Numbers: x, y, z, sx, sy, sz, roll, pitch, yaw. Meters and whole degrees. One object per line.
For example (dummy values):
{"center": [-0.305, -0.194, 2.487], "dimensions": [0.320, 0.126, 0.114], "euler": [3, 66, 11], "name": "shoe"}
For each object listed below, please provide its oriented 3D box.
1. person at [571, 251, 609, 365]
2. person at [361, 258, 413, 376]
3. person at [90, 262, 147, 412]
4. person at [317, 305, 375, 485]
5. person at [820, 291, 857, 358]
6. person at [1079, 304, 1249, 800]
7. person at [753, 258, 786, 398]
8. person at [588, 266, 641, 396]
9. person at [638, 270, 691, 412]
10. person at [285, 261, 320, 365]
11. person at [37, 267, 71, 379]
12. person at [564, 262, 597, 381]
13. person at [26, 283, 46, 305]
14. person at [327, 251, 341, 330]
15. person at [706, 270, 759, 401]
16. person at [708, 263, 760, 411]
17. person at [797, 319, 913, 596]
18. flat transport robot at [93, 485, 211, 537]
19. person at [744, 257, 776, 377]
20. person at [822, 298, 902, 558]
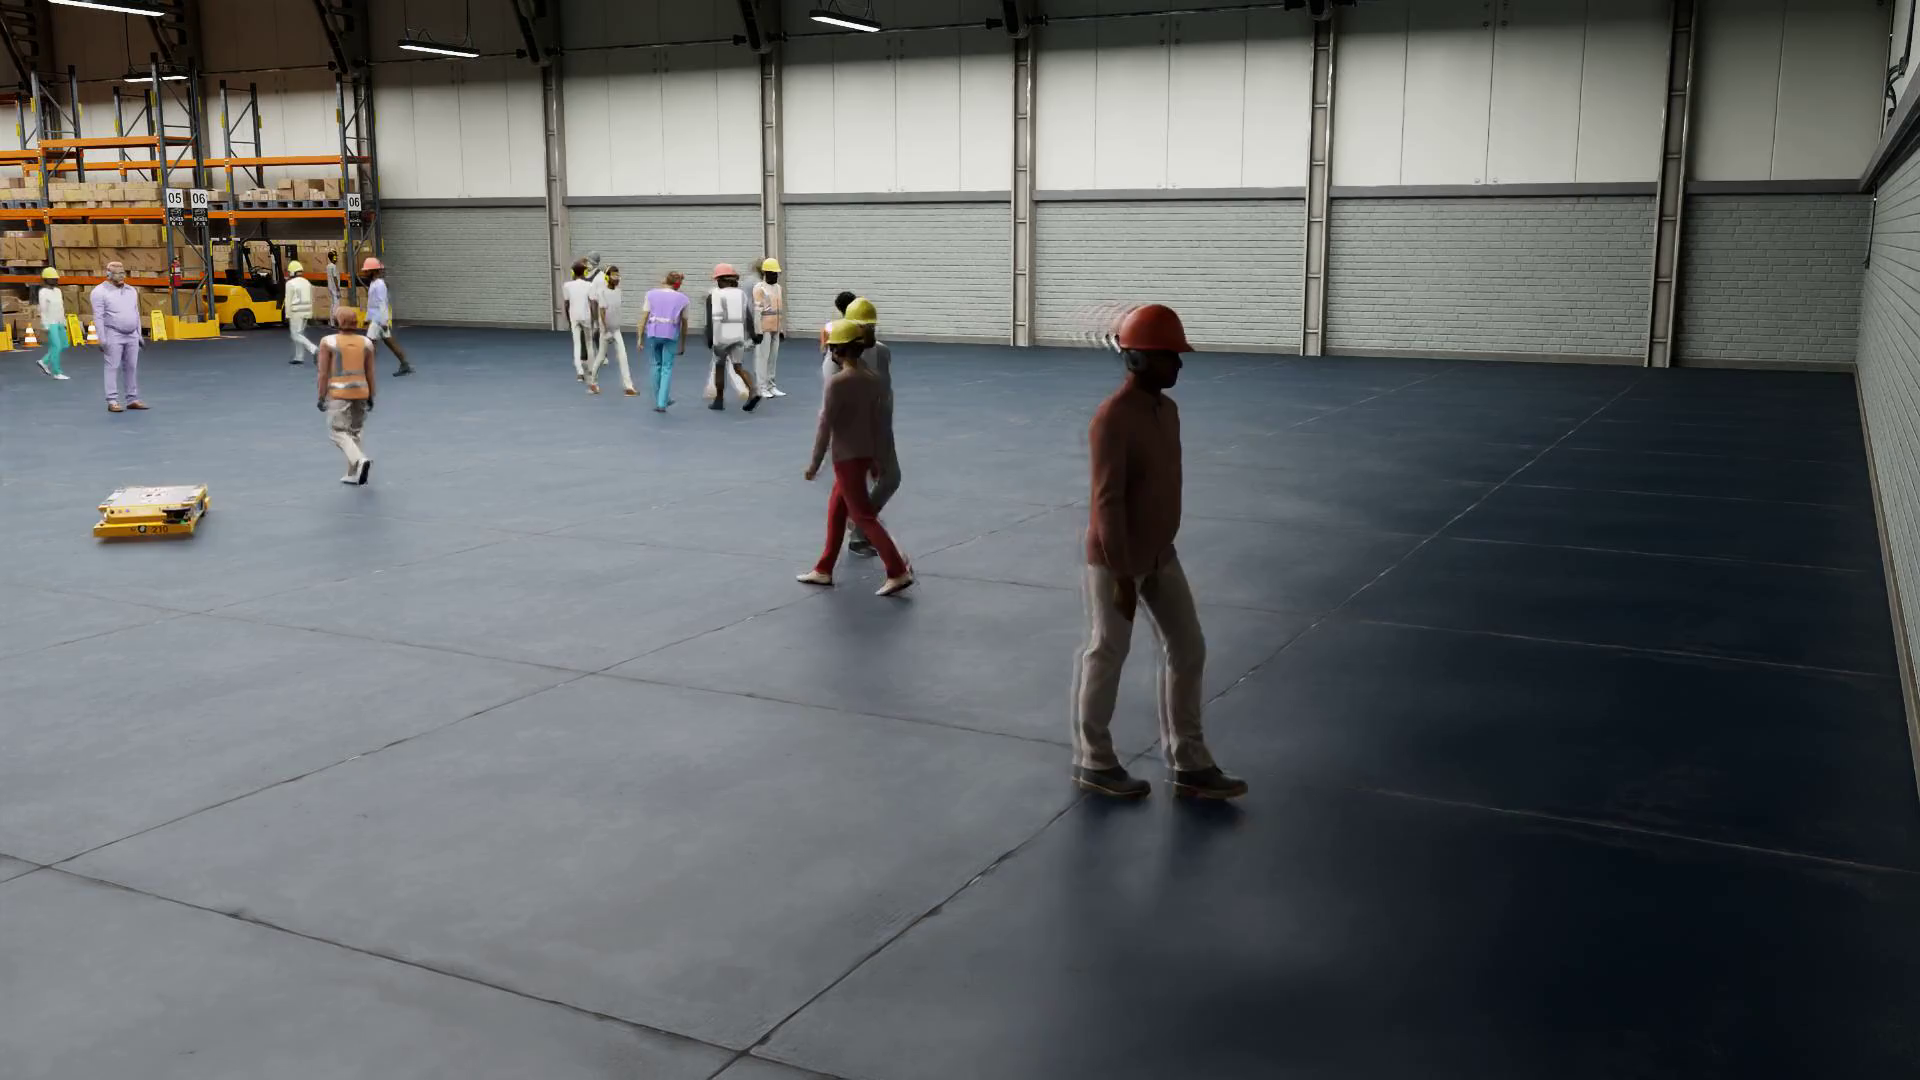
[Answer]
{"center": [-6.439, -4.027, 28.705], "dimensions": [0.738, 2.000, 0.555], "euler": [5, 12, 26], "name": "person"}
{"center": [-9.182, -3.504, 26.300], "dimensions": [0.994, 1.893, 0.550], "euler": [-4, 11, -21], "name": "person"}
{"center": [-10.720, -2.591, 21.247], "dimensions": [0.403, 1.904, 0.651], "euler": [5, 12, 26], "name": "person"}
{"center": [-5.408, -1.267, 14.793], "dimensions": [0.633, 1.621, 0.525], "euler": [9, 13, 39], "name": "person"}
{"center": [-1.119, -1.666, 16.807], "dimensions": [0.556, 1.671, 0.701], "euler": [0, 10, 2], "name": "person"}
{"center": [0.807, 0.084, 6.462], "dimensions": [0.805, 1.969, 0.652], "euler": [8, 13, 36], "name": "person"}
{"center": [-2.625, -2.938, 23.077], "dimensions": [0.382, 1.924, 0.594], "euler": [5, 12, 27], "name": "person"}
{"center": [-4.913, -2.931, 23.356], "dimensions": [0.998, 1.827, 0.507], "euler": [8, 13, 39], "name": "person"}
{"center": [-3.767, -2.554, 21.361], "dimensions": [0.648, 1.790, 0.785], "euler": [1, 10, 4], "name": "person"}
{"center": [-11.294, -3.881, 28.543], "dimensions": [0.699, 1.809, 0.600], "euler": [2, 11, 13], "name": "person"}
{"center": [-14.172, -3.369, 25.904], "dimensions": [0.491, 1.749, 0.537], "euler": [0, 10, 2], "name": "person"}
{"center": [-5.906, -3.413, 25.961], "dimensions": [0.497, 1.817, 0.922], "euler": [-1, 10, -4], "name": "person"}
{"center": [-24.770, -6.878, 44.585], "dimensions": [0.394, 1.920, 0.586], "euler": [5, 11, 25], "name": "person"}
{"center": [-14.874, -5.944, 39.609], "dimensions": [0.328, 1.877, 0.514], "euler": [-8, 13, -38], "name": "person"}
{"center": [-3.130, -2.775, 22.624], "dimensions": [0.995, 1.784, 0.638], "euler": [7, 12, 33], "name": "person"}
{"center": [-2.887, -2.578, 21.215], "dimensions": [0.564, 1.903, 0.840], "euler": [-10, 14, -44], "name": "person"}
{"center": [-0.655, -0.516, 10.421], "dimensions": [0.888, 1.727, 0.529], "euler": [5, 11, 23], "name": "person"}
{"center": [-6.251, -0.245, 12.910], "dimensions": [0.652, 0.197, 1.431], "euler": [-3, 11, -18], "name": "flat transport robot"}
{"center": [-3.321, -3.492, 26.168], "dimensions": [0.760, 1.906, 0.653], "euler": [1, 10, 4], "name": "person"}
{"center": [-0.670, -0.778, 11.604], "dimensions": [0.615, 1.810, 0.440], "euler": [-10, 14, -43], "name": "person"}
